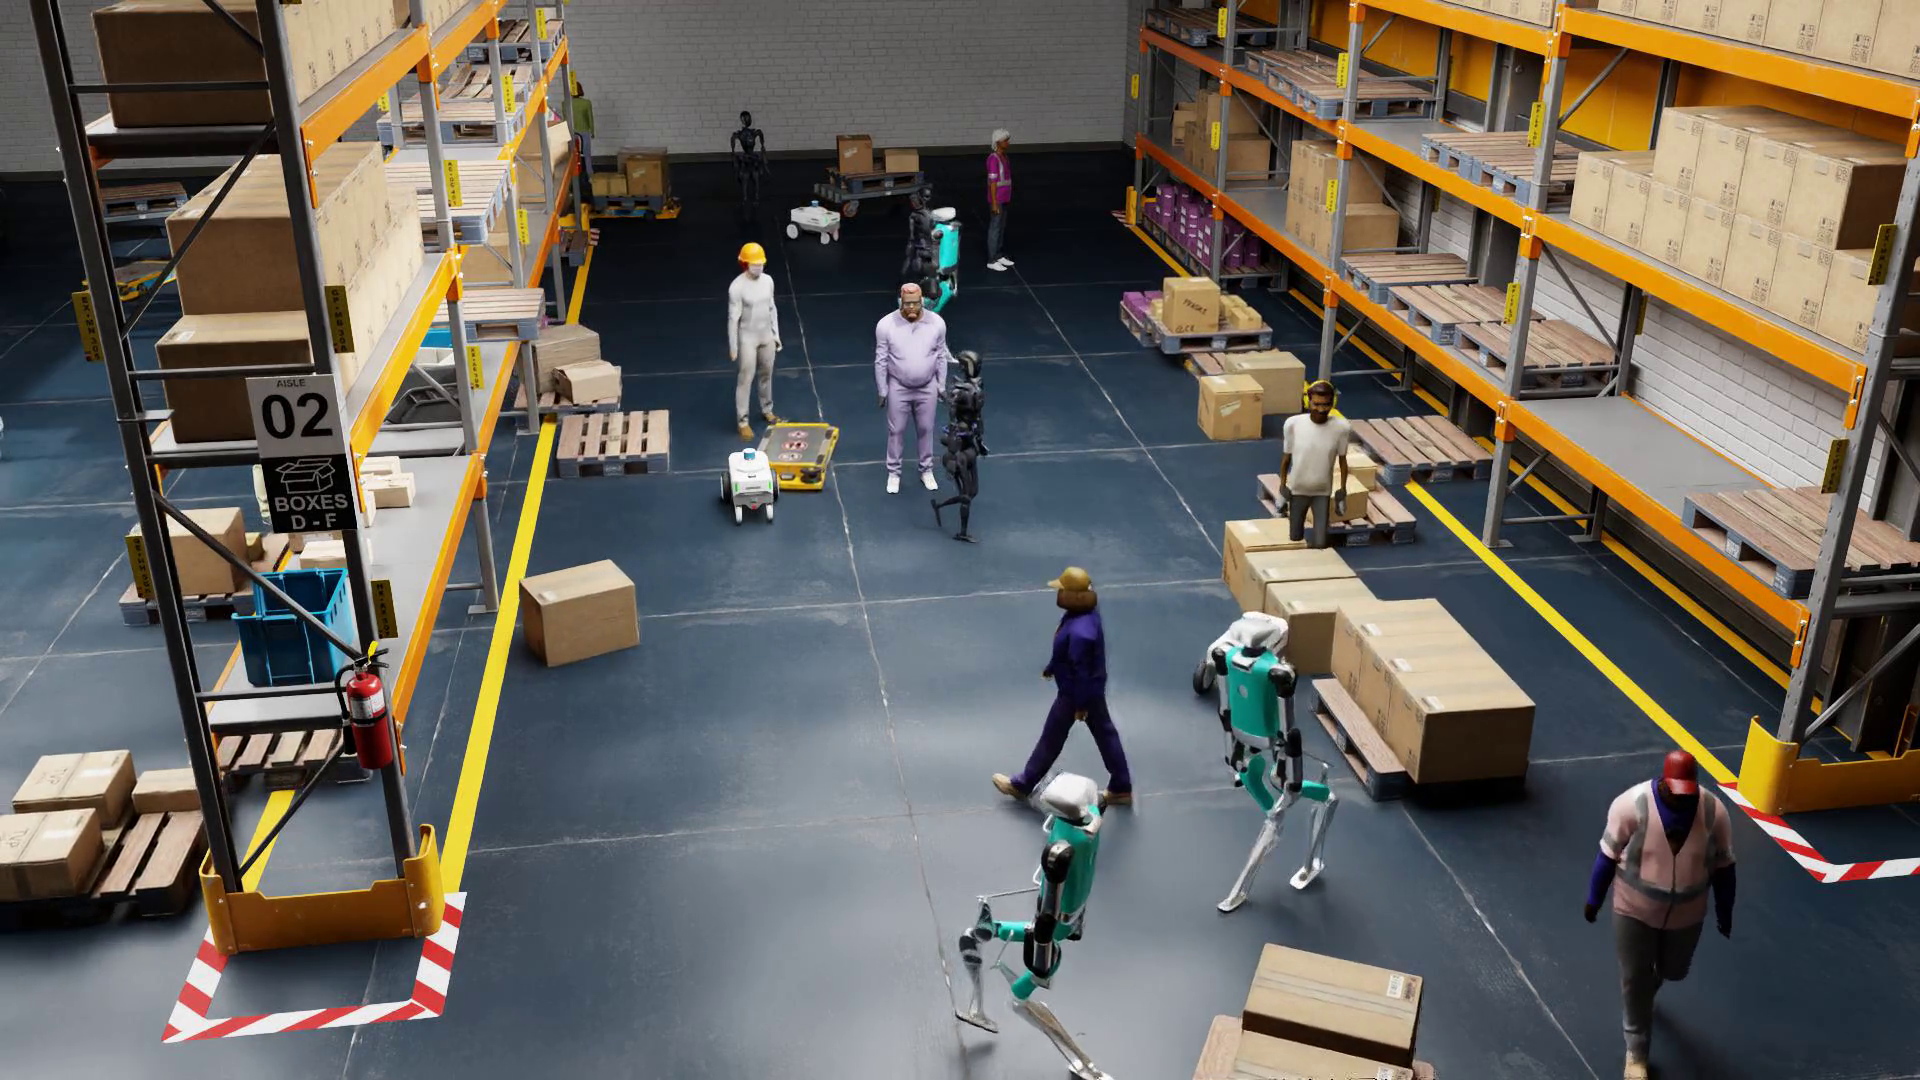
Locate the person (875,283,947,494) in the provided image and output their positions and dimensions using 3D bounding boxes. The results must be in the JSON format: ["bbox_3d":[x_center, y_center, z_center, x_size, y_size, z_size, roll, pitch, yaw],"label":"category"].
[{"bbox_3d":[-0.418,-1.337,14.688,0.645,1.906,0.404,-4,24,-10],"label":"person"}]

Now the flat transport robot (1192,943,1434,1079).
[{"bbox_3d":[1.465,2.814,7.266,1.431,0.231,0.659,9,25,19],"label":"flat transport robot"}]

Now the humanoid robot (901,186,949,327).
[{"bbox_3d":[-0.426,-3.337,19.600,0.790,1.630,0.597,19,30,36],"label":"humanoid robot"}]

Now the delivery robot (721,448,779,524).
[{"bbox_3d":[-1.821,-0.506,14.476,0.499,0.595,0.792,-4,24,-10],"label":"delivery robot"}]

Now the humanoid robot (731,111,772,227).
[{"bbox_3d":[-3.025,-5.402,24.236,0.603,1.654,0.408,-14,27,-29],"label":"humanoid robot"}]

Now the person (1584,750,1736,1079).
[{"bbox_3d":[3.331,1.723,7.941,0.651,1.731,0.675,4,24,8],"label":"person"}]

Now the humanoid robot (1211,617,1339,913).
[{"bbox_3d":[1.810,1.190,9.183,0.904,1.781,0.585,-16,28,-33],"label":"humanoid robot"}]

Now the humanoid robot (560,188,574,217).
[{"bbox_3d":[-5.884,-5.344,24.083,0.820,1.805,0.551,0,24,1],"label":"humanoid robot"}]

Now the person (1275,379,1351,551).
[{"bbox_3d":[2.653,-0.351,12.539,0.530,1.842,0.449,4,24,10],"label":"person"}]

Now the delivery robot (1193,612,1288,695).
[{"bbox_3d":[1.977,0.812,11.495,0.511,0.614,0.785,15,28,30],"label":"delivery robot"}]

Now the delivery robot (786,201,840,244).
[{"bbox_3d":[-2.070,-4.508,23.616,0.786,0.614,0.523,16,28,33],"label":"delivery robot"}]

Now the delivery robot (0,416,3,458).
[{"bbox_3d":[-9.352,-0.943,15.489,0.780,0.609,0.519,-3,24,-6],"label":"delivery robot"}]

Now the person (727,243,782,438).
[{"bbox_3d":[-1.994,-1.955,16.143,0.394,1.887,0.581,22,32,40],"label":"person"}]

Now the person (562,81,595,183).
[{"bbox_3d":[-6.207,-6.650,27.138,0.492,1.624,0.279,-2,24,-4],"label":"person"}]

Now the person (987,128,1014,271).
[{"bbox_3d":[0.530,-4.505,21.975,0.330,1.846,0.524,8,25,18],"label":"person"}]

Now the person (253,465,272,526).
[{"bbox_3d":[-5.853,-0.983,14.069,0.329,1.750,0.571,7,25,15],"label":"person"}]

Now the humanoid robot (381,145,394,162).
[{"bbox_3d":[-7.681,-4.648,22.525,0.593,1.647,0.499,7,25,15],"label":"humanoid robot"}]

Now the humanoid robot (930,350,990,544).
[{"bbox_3d":[-0.040,-0.788,13.732,0.527,1.634,0.610,11,26,24],"label":"humanoid robot"}]

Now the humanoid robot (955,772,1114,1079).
[{"bbox_3d":[0.227,1.804,7.806,1.035,1.765,0.577,11,26,23],"label":"humanoid robot"}]

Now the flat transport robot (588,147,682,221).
[{"bbox_3d":[-4.955,-4.993,25.053,1.431,0.231,0.659,-1,24,-2],"label":"flat transport robot"}]

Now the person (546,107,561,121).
[{"bbox_3d":[-6.268,-5.852,25.065,0.734,1.834,0.433,-3,24,-6],"label":"person"}]

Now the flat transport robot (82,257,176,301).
[{"bbox_3d":[-10.532,-3.331,21.268,0.659,0.231,1.431,5,24,11],"label":"flat transport robot"}]

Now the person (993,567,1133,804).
[{"bbox_3d":[0.672,0.894,10.020,0.871,1.567,0.441,5,24,12],"label":"person"}]

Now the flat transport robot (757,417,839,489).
[{"bbox_3d":[-1.535,-0.809,15.520,0.659,0.231,1.431,1,24,2],"label":"flat transport robot"}]

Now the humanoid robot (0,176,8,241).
[{"bbox_3d":[-13.650,-4.925,23.154,0.583,1.647,0.549,-11,26,-23],"label":"humanoid robot"}]

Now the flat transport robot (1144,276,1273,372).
[{"bbox_3d":[2.728,-2.182,18.648,0.659,0.231,1.431,-3,24,-7],"label":"flat transport robot"}]

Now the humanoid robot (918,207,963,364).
[{"bbox_3d":[-0.435,-2.811,18.282,0.940,1.770,0.542,14,27,29],"label":"humanoid robot"}]
